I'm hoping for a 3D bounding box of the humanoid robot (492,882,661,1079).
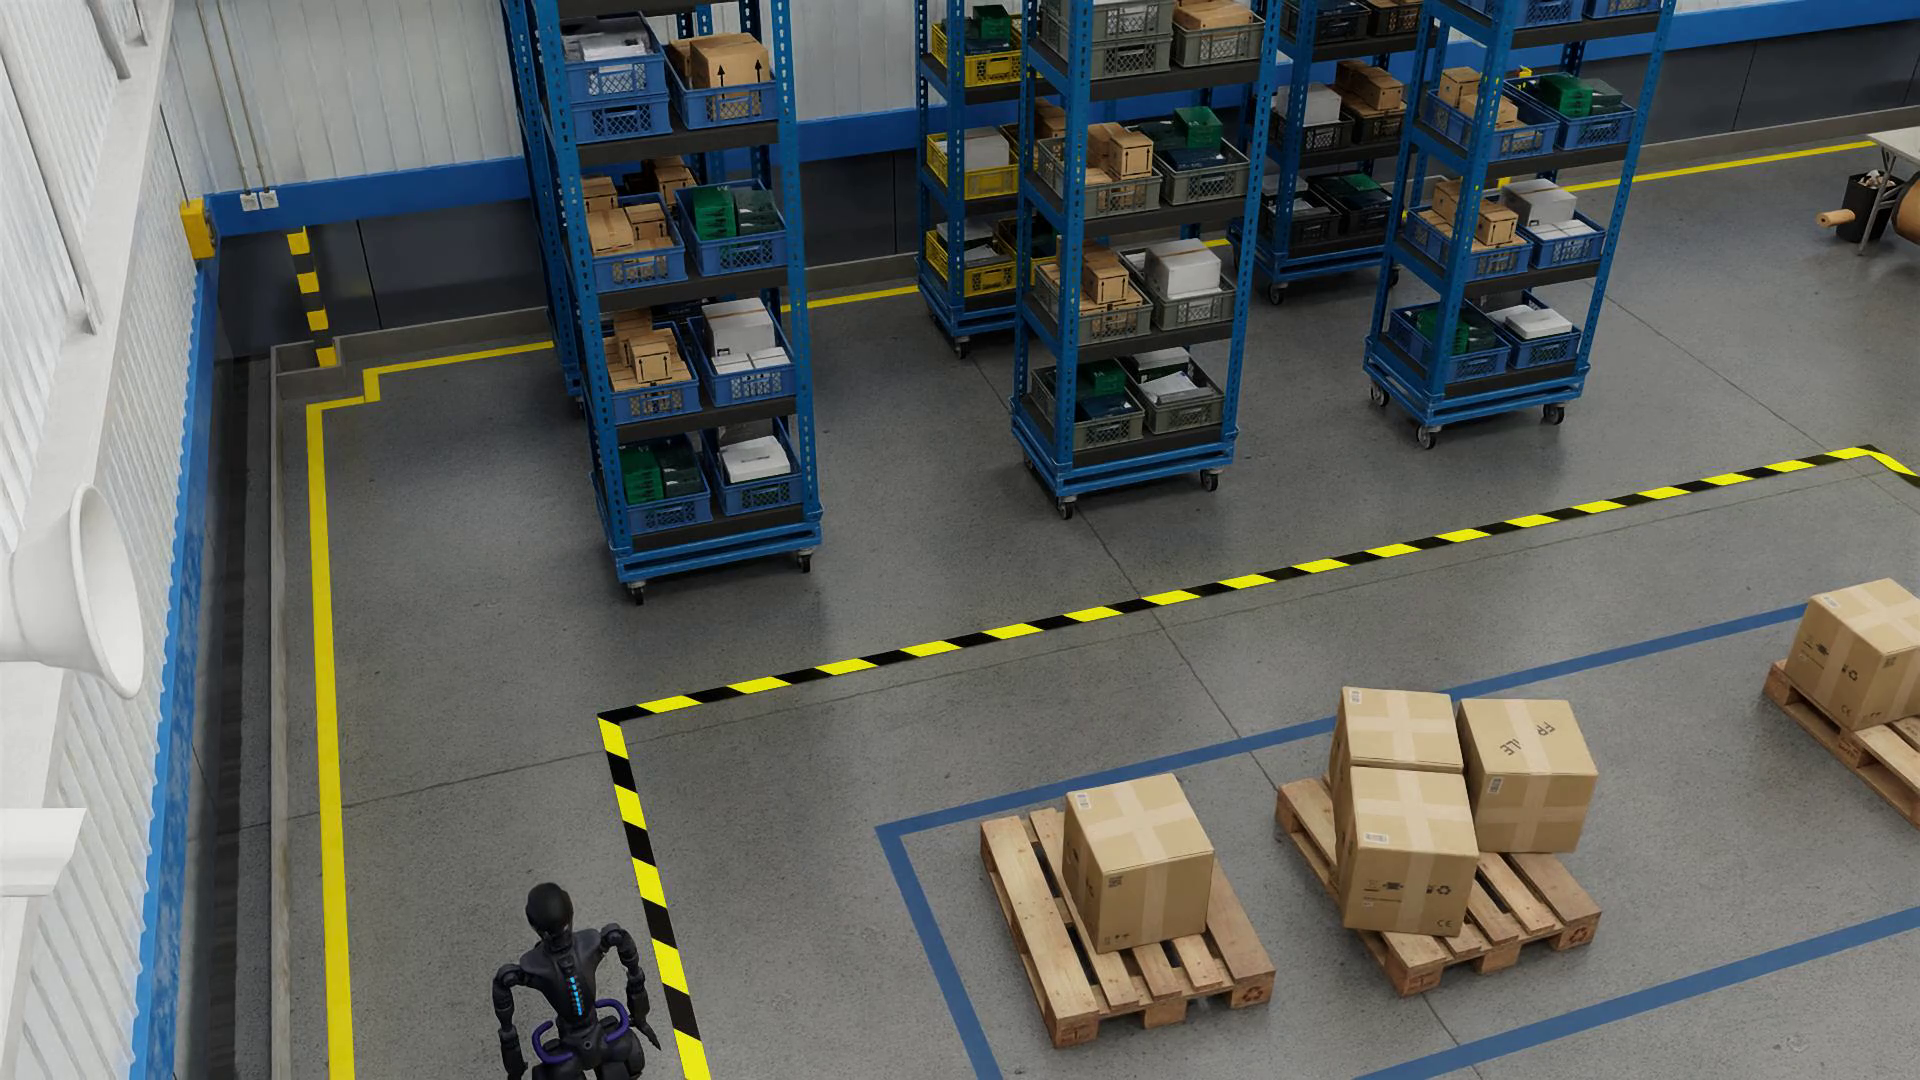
[{"bbox_3d":[-1.402,1.890,6.140,0.599,1.657,0.315,-18,39,-23],"label":"humanoid robot"}]
